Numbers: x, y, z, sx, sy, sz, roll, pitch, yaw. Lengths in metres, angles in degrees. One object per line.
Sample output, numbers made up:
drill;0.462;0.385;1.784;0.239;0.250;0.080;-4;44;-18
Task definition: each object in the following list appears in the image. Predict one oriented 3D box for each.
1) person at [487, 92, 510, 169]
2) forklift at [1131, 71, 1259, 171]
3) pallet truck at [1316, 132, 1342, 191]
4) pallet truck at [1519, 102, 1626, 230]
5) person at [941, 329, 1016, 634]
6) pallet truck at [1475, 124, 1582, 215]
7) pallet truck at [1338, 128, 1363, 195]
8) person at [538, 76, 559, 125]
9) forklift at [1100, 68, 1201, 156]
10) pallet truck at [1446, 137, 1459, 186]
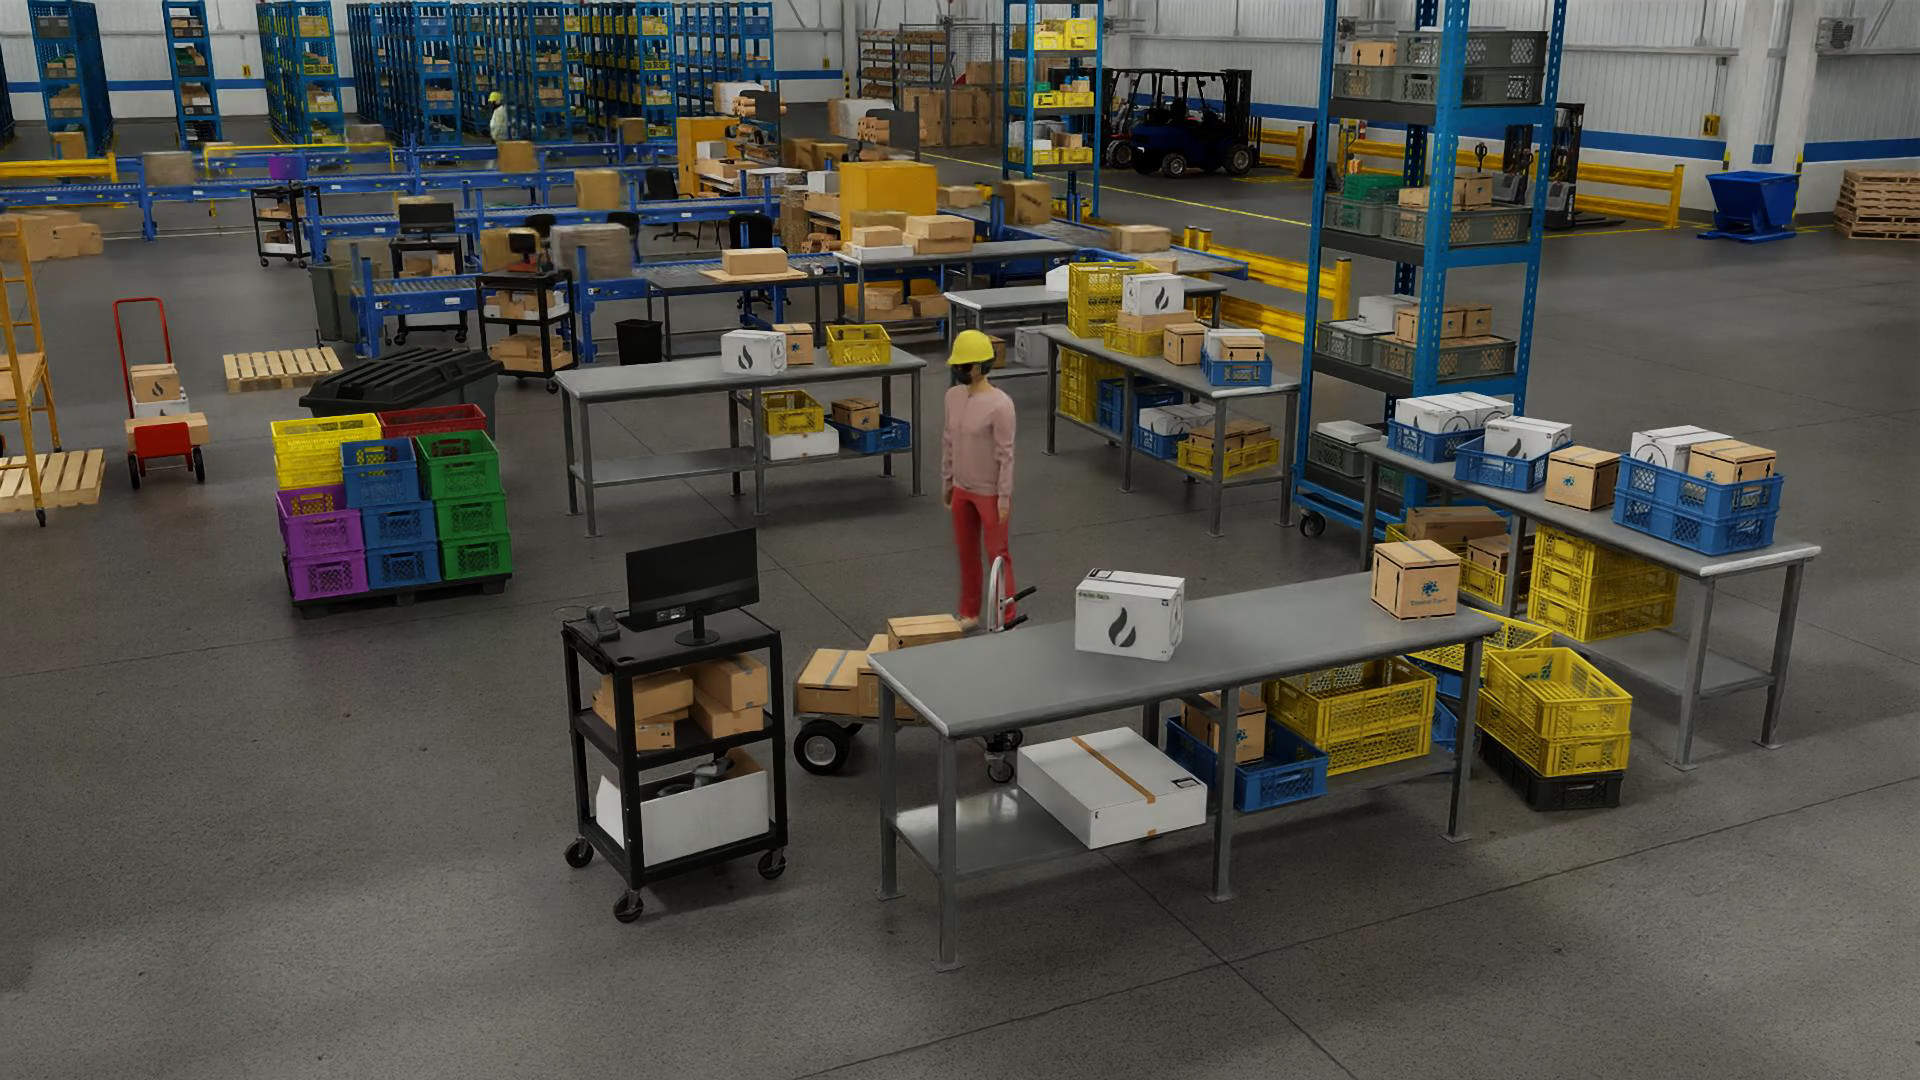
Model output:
person;-9.505;-8.264;34.138;0.934;1.783;0.609;-8;19;-23
forklift;4.998;-8.936;35.413;2.680;1.987;1.157;-9;20;-25
pallet truck;7.723;-7.504;32.656;1.601;1.201;0.680;-8;19;-23
pallet truck;9.972;-6.037;26.785;1.885;1.965;0.823;-9;20;-25
person;0.087;-0.271;9.015;0.332;1.760;0.526;-15;23;-40
pallet truck;9.707;-6.455;28.103;1.885;1.965;0.823;-7;19;-20
pallet truck;7.845;-7.140;31.411;1.522;1.261;0.704;-9;20;-25
person;-10.939;-11.479;44.270;0.653;1.786;0.693;-5;18;-16
forklift;4.082;-9.564;37.410;2.680;1.987;1.157;-8;19;-23
pallet truck;9.184;-6.485;29.328;1.630;1.274;0.653;-8;19;-23
